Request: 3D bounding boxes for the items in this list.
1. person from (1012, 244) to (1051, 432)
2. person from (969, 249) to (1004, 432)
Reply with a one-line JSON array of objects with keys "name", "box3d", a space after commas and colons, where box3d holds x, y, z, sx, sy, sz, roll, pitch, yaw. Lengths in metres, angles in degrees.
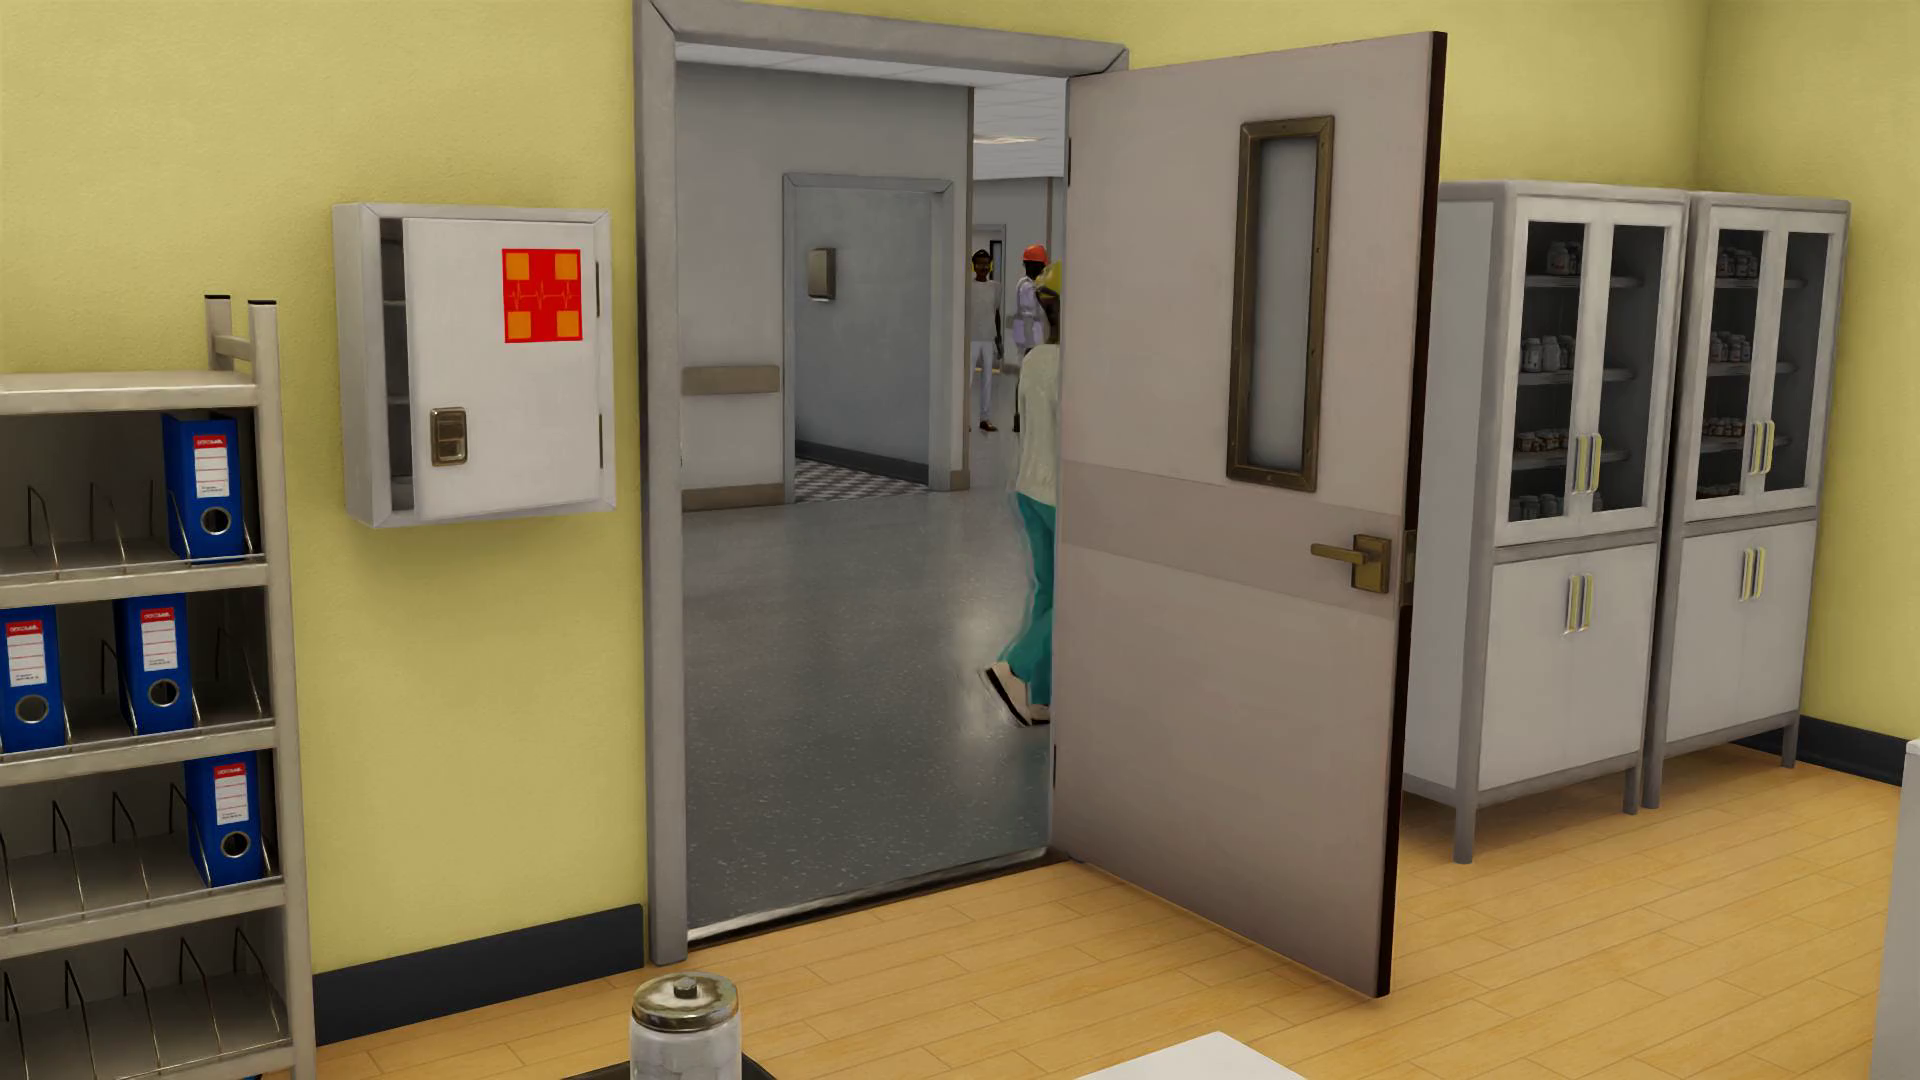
[{"name": "person", "box3d": [0.732, -2.073, 17.170, 0.384, 1.929, 0.539, 1, 10, 0]}, {"name": "person", "box3d": [0.206, -2.036, 17.056, 0.532, 1.869, 0.311, -3, 10, -22]}]
